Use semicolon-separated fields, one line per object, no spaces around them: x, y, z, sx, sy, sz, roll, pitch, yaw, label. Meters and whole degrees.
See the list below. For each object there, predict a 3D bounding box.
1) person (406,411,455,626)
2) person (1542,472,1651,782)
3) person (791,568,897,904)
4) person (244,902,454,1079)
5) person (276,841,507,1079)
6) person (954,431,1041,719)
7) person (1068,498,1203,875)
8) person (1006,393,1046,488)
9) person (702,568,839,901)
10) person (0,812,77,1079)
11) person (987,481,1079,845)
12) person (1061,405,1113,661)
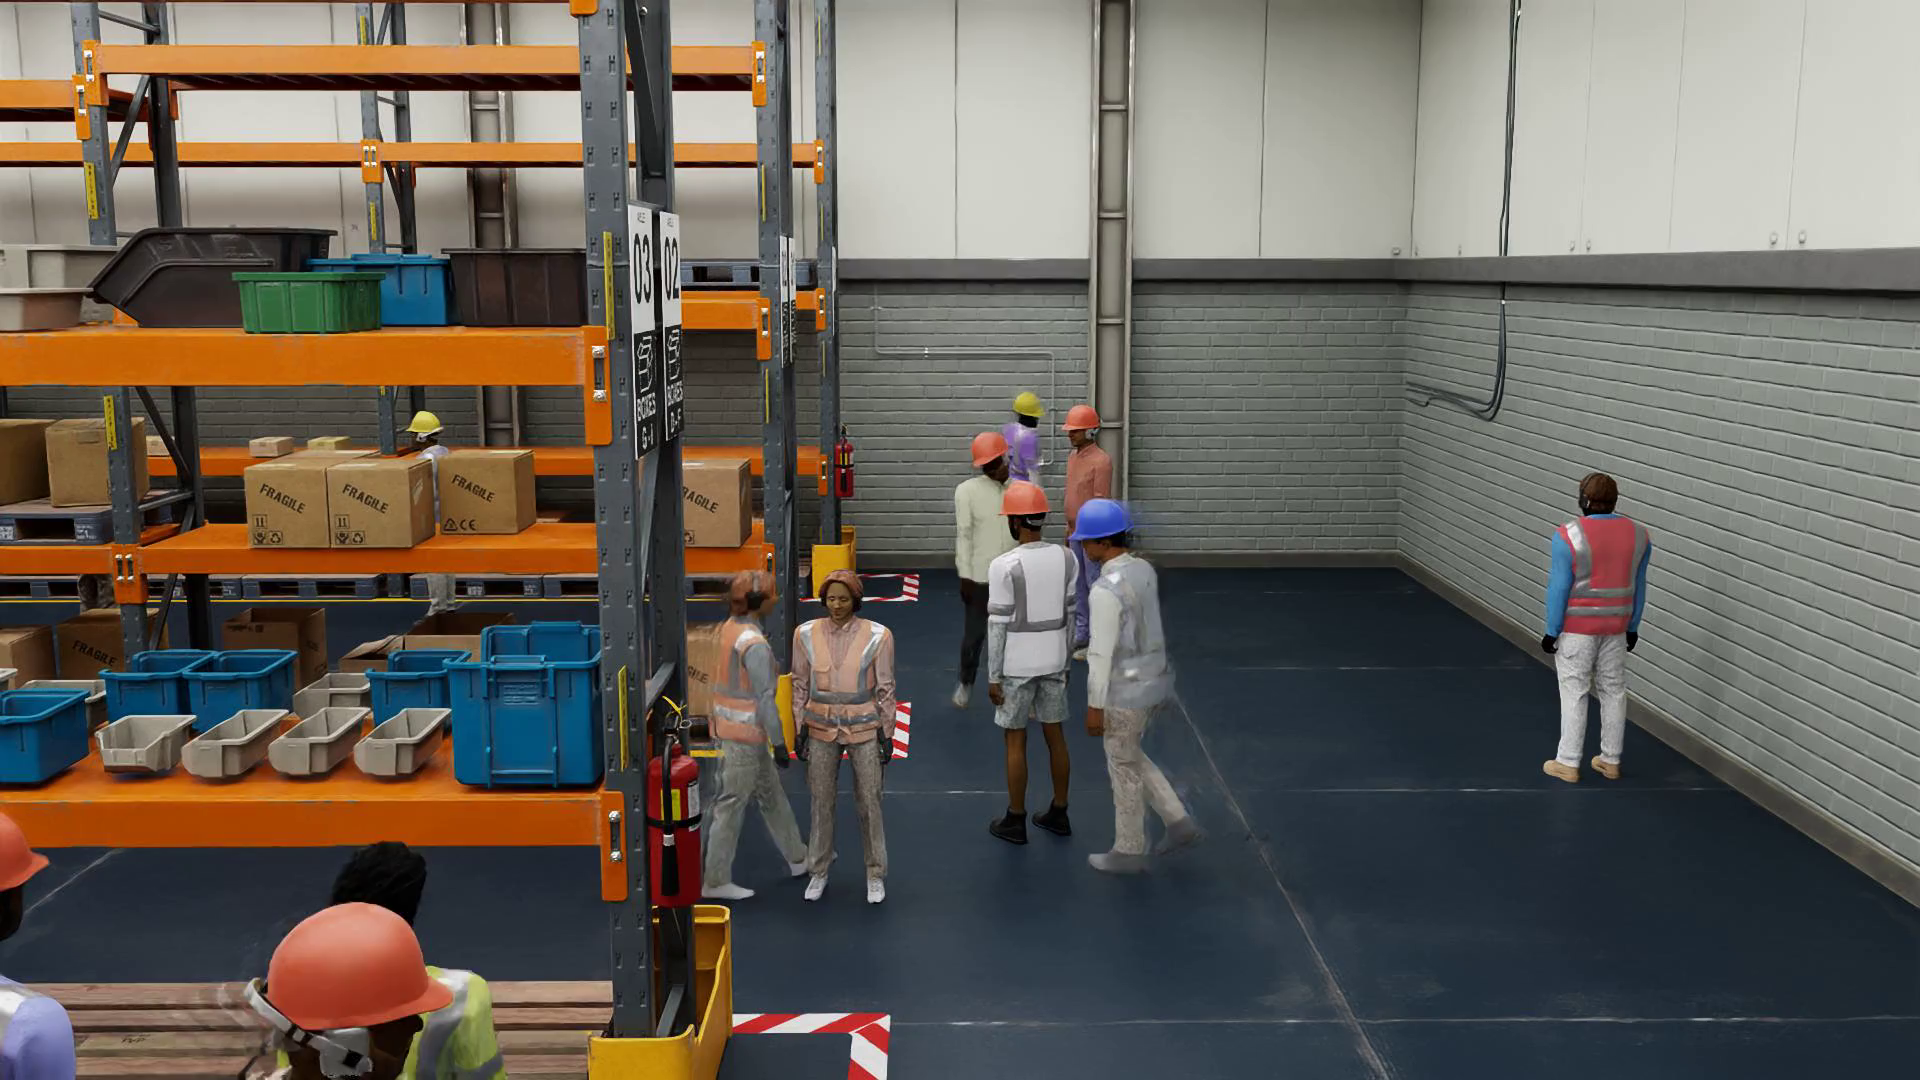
-4.504;-0.178;14.149;0.403;1.835;0.588;0;9;3;person
3.742;0.516;9.870;0.633;1.841;0.429;-2;9;-11;person
-0.552;0.936;7.954;0.514;1.630;0.318;1;9;8;person
-1.175;1.600;2.880;0.822;1.972;0.627;-5;11;-29;person
-1.386;1.558;4.078;0.533;1.670;0.839;0;9;1;person
0.269;0.225;11.281;0.682;1.957;0.618;-4;10;-24;person
0.817;0.744;8.255;0.576;1.913;0.630;4;10;22;person
0.593;-0.472;15.841;0.391;1.881;0.700;-3;10;-15;person
-0.920;0.934;8.021;0.758;1.604;0.532;-3;10;-17;person
-2.037;1.498;3.545;0.545;1.942;0.349;3;10;15;person
0.358;0.647;8.818;0.545;1.929;0.383;-5;11;-30;person
0.972;-0.062;12.977;0.407;1.987;0.615;-4;10;-22;person
